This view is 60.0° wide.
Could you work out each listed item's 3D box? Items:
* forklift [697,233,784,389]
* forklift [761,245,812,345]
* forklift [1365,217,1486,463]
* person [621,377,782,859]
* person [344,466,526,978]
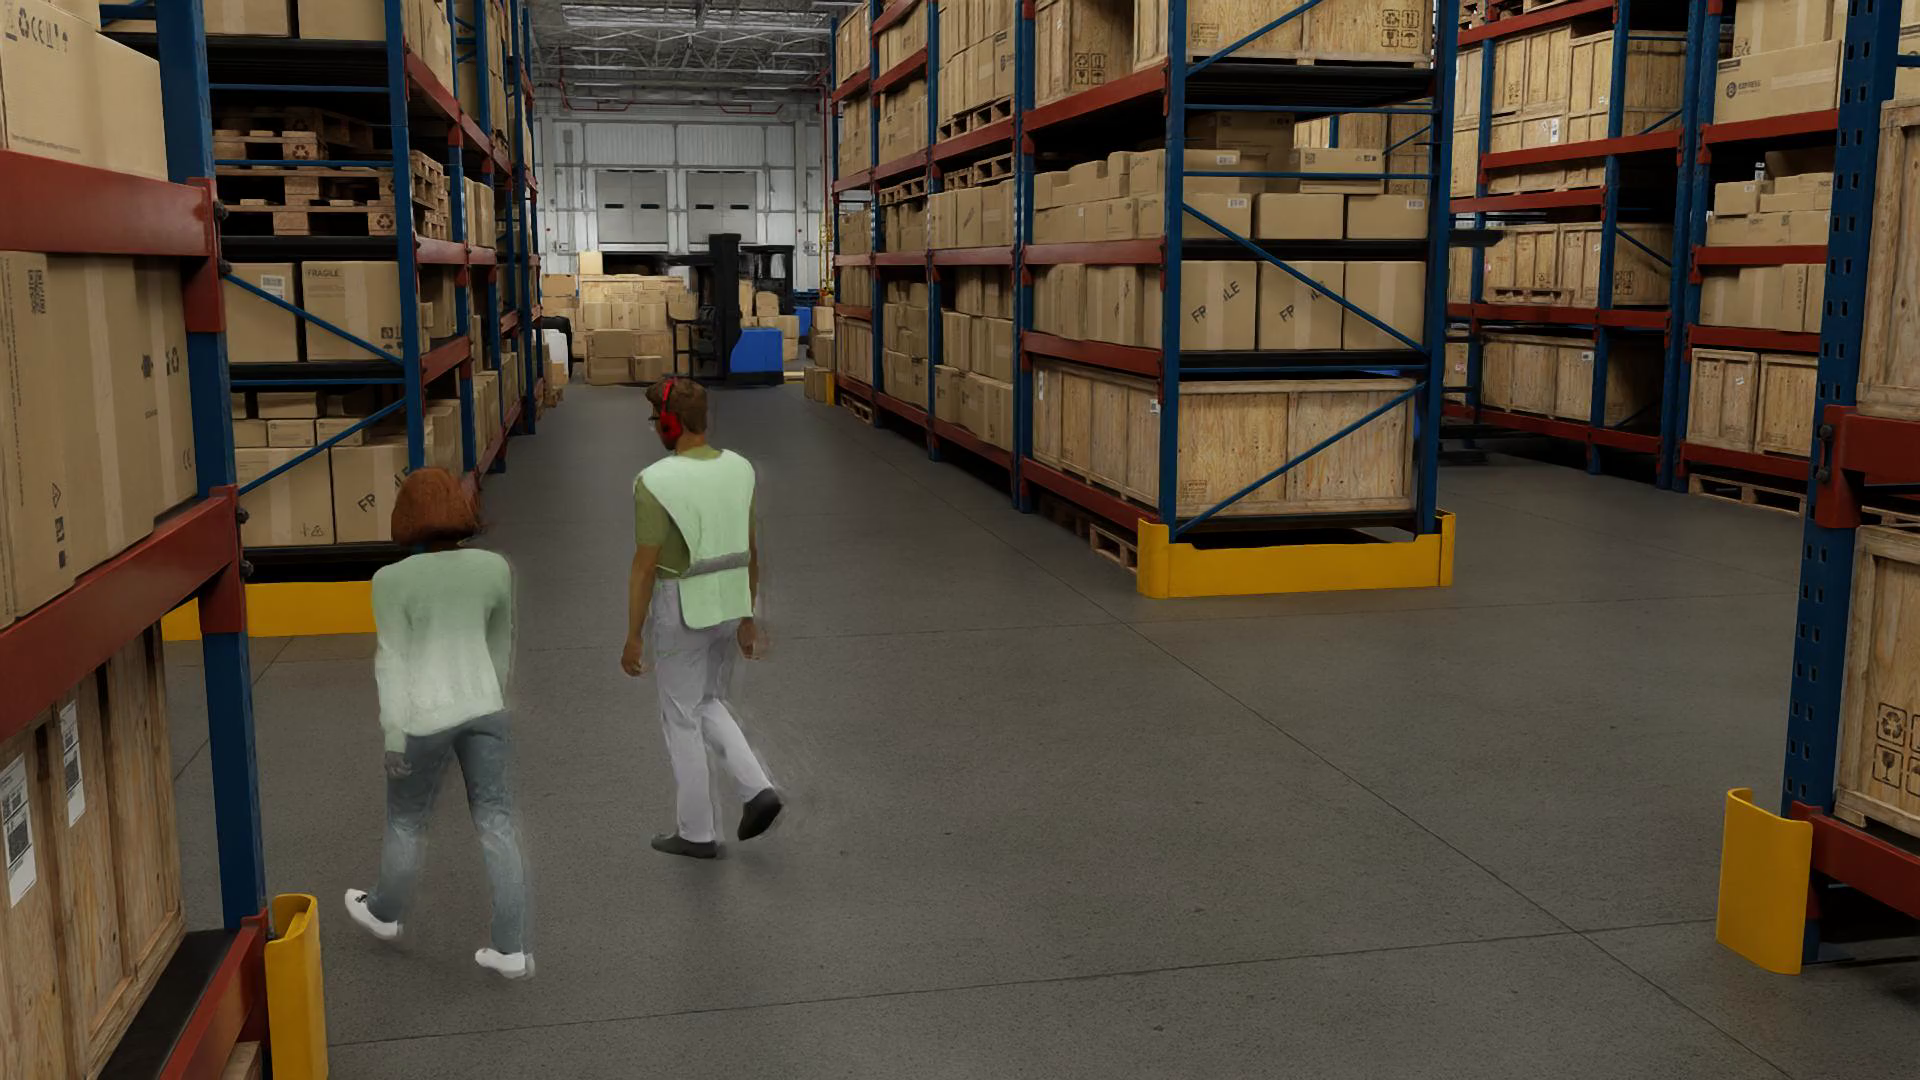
[{"bbox_3d":[-4.276,-4.206,30.461,1.873,2.768,1.129,-4,10,-25],"label":"forklift"},{"bbox_3d":[-5.040,-6.785,46.180,1.129,2.768,1.873,5,11,29],"label":"forklift"},{"bbox_3d":[4.856,-2.286,18.759,1.873,2.768,1.129,-2,10,-12],"label":"forklift"},{"bbox_3d":[-0.970,0.306,6.179,0.458,1.820,0.560,6,11,31],"label":"person"},{"bbox_3d":[-1.674,0.562,5.295,0.807,1.596,0.514,9,13,43],"label":"person"}]
